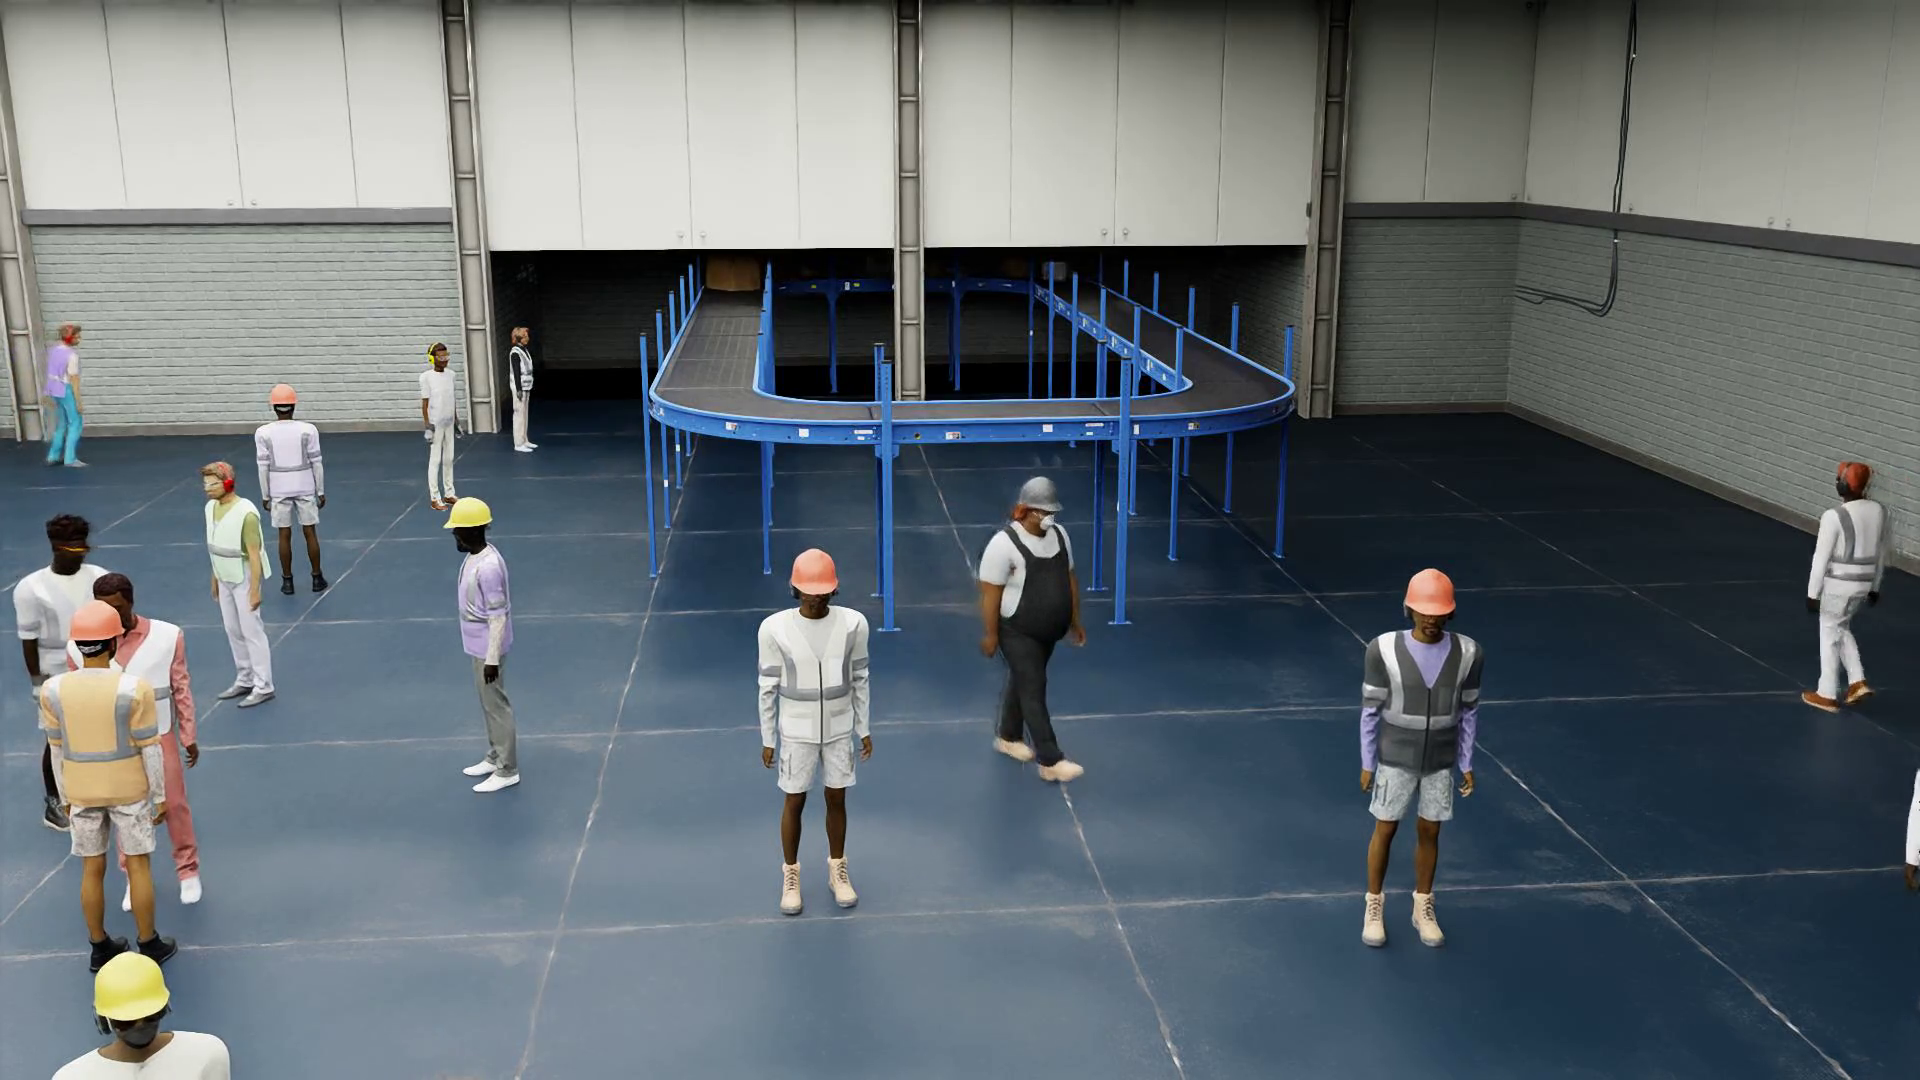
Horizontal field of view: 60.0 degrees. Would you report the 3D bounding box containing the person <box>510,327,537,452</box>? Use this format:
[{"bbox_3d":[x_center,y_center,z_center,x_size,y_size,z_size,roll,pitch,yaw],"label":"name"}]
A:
[{"bbox_3d":[-5.774,-1.989,21.927,0.310,1.638,0.523,-1,14,-2],"label":"person"}]

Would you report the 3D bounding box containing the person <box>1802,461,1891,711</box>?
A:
[{"bbox_3d":[6.432,0.343,12.124,0.609,1.872,0.414,-5,15,-19],"label":"person"}]

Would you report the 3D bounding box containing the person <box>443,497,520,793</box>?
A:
[{"bbox_3d":[-3.075,0.668,10.713,0.371,1.925,0.595,-6,15,-24],"label":"person"}]

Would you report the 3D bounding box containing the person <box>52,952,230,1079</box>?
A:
[{"bbox_3d":[-2.531,2.115,5.243,0.525,1.772,0.306,-9,16,-31],"label":"person"}]

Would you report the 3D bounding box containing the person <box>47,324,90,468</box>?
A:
[{"bbox_3d":[-11.162,-1.790,20.803,0.607,1.807,0.491,12,19,40],"label":"person"}]

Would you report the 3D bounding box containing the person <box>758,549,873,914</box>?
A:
[{"bbox_3d":[-0.772,1.034,9.018,0.616,2.039,0.388,-4,15,-15],"label":"person"}]

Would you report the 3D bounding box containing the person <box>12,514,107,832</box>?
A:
[{"bbox_3d":[-5.421,0.789,10.181,0.397,1.952,0.605,8,16,30],"label":"person"}]

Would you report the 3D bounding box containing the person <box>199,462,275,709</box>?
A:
[{"bbox_3d":[-5.344,0.316,12.321,0.570,1.832,0.403,10,17,35],"label":"person"}]

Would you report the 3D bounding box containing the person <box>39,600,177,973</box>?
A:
[{"bbox_3d":[-4.278,1.249,8.399,0.539,1.929,0.385,-2,14,-6],"label":"person"}]

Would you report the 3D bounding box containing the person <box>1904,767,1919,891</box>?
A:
[{"bbox_3d":[4.749,1.463,7.758,0.582,1.826,1.033,10,17,34],"label":"person"}]

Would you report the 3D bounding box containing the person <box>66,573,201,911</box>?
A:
[{"bbox_3d":[-4.502,1.085,9.097,0.598,1.906,0.401,-5,15,-18],"label":"person"}]

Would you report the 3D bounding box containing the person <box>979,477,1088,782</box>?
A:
[{"bbox_3d":[0.567,0.556,10.931,0.976,2.000,0.689,13,19,42],"label":"person"}]

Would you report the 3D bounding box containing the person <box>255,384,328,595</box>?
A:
[{"bbox_3d":[-6.108,-0.463,15.219,0.552,1.934,0.364,-5,15,-20],"label":"person"}]

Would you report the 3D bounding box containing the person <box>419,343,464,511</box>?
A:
[{"bbox_3d":[-5.781,-1.274,18.597,0.326,1.874,0.519,8,16,28],"label":"person"}]

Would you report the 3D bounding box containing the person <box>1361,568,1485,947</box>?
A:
[{"bbox_3d":[2.382,1.132,8.619,0.609,2.043,0.397,0,14,1],"label":"person"}]
